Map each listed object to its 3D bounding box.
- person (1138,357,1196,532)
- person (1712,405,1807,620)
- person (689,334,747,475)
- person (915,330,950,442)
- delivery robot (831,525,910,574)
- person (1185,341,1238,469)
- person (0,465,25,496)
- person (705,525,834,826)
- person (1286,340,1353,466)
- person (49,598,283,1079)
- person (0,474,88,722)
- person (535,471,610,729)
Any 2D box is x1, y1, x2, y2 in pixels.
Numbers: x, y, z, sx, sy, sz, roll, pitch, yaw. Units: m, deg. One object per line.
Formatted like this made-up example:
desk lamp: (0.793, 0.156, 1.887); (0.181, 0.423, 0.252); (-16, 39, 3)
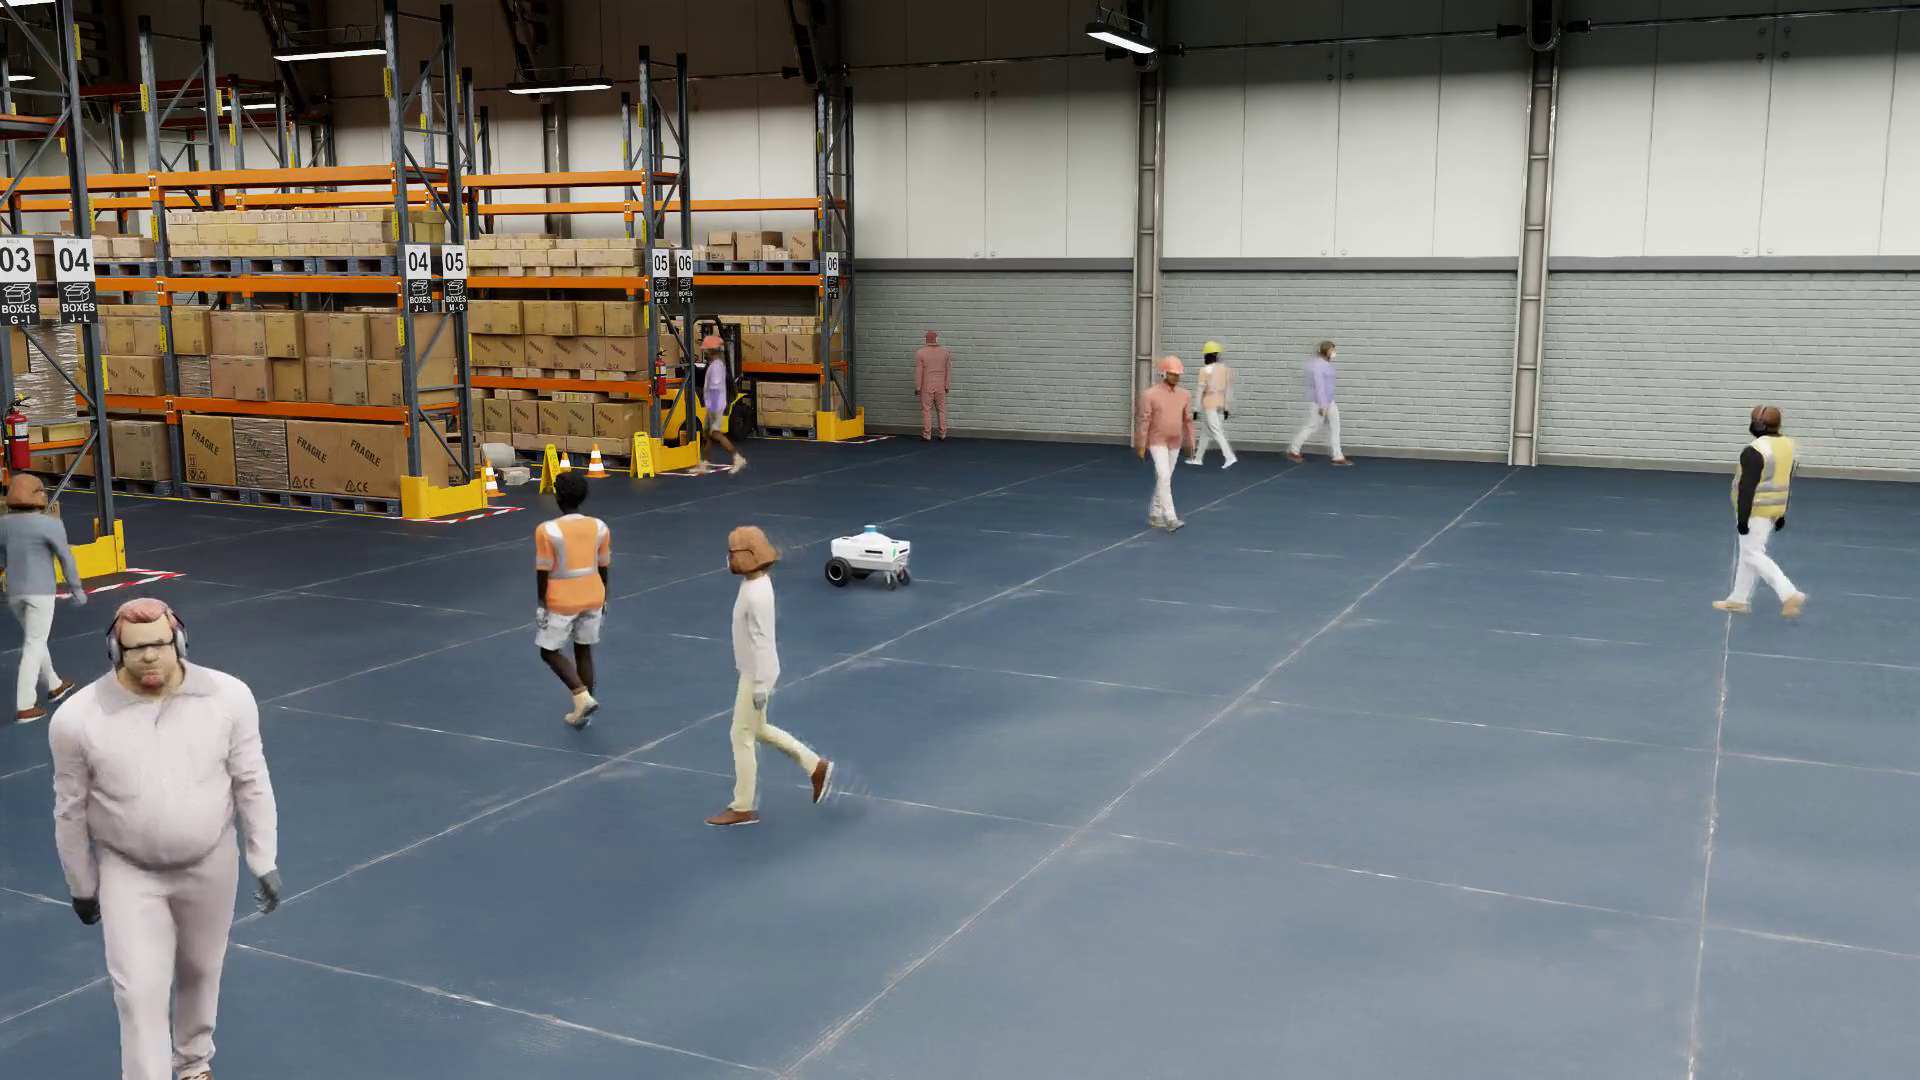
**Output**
person: (2.390, -1.070, 18.716); (0.638, 1.950, 0.995); (-4, 10, -25)
person: (6.805, -0.232, 14.028); (0.631, 1.819, 0.804); (-7, 11, -35)
person: (-3.490, -1.930, 23.824); (0.714, 2.039, 0.620); (-2, 9, -10)
person: (-0.486, -2.630, 28.458); (0.643, 1.905, 0.399); (-4, 10, -23)
delivery robot: (-0.834, 0.106, 15.518); (0.707, 0.478, 0.477); (4, 10, 24)
person: (3.769, -2.004, 24.690); (0.600, 1.884, 0.988); (-9, 13, -44)
person: (-10.649, -0.886, 18.442); (0.382, 1.685, 0.536); (5, 11, 30)
person: (-1.025, 0.717, 8.831); (0.631, 1.616, 0.506); (-1, 9, -9)
person: (5.412, -2.064, 25.022); (0.991, 1.902, 0.645); (6, 11, 32)
person: (-2.598, 1.128, 5.524); (0.651, 1.870, 0.919); (-6, 11, -35)
person: (-6.096, 0.359, 11.054); (0.513, 1.598, 0.803); (1, 9, 9)
person: (-2.429, 0.401, 10.542); (0.431, 1.679, 0.543); (9, 13, 44)
